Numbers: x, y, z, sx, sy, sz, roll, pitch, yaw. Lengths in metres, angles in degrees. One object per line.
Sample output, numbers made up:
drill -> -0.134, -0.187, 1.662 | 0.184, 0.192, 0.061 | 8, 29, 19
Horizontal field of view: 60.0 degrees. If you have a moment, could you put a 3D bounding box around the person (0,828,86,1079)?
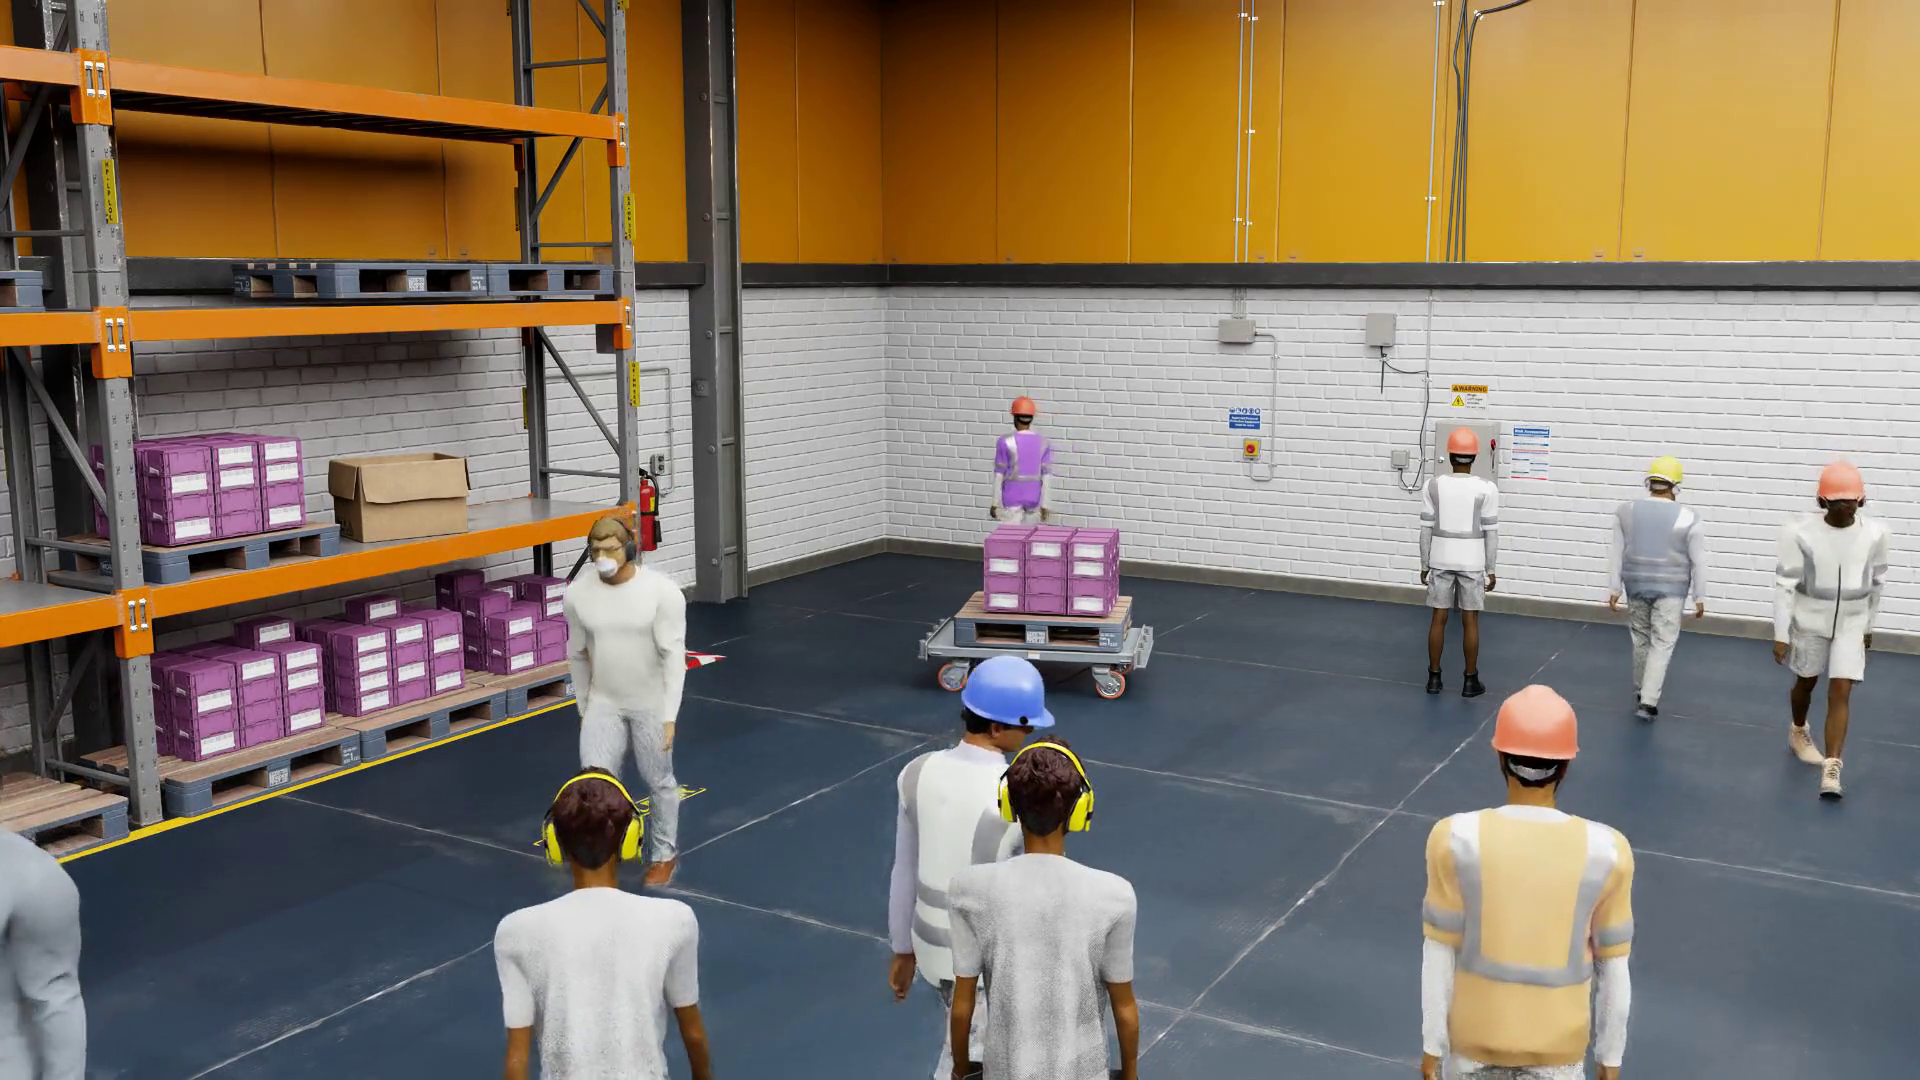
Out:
person -> -2.526, 1.408, 4.193 | 0.660, 1.923, 0.431 | 1, 9, 4

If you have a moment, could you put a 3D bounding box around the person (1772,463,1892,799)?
person -> 5.140, 0.490, 9.883 | 0.615, 1.953, 1.137 | 3, 10, 17

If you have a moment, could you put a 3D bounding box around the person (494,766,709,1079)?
person -> -0.871, 1.476, 4.120 | 0.516, 1.834, 0.979 | -1, 9, -6

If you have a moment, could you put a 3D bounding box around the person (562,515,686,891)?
person -> -1.605, 0.833, 7.891 | 0.648, 1.891, 0.993 | 1, 9, 8

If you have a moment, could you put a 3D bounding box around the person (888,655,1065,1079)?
person -> 0.054, 1.281, 5.171 | 1.005, 1.883, 0.596 | -8, 12, -42

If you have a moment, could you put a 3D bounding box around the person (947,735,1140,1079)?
person -> 0.217, 1.419, 4.292 | 0.521, 1.874, 0.327 | 1, 9, 9

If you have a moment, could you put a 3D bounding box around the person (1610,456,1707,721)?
person -> 4.767, 0.322, 11.362 | 0.610, 1.803, 0.765 | 7, 12, 38

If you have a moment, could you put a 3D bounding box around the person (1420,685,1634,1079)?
person -> 1.532, 1.367, 4.529 | 0.554, 1.913, 0.831 | 2, 9, 15

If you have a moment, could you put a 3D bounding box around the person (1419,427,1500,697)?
person -> 3.578, 0.160, 11.938 | 0.552, 1.938, 0.357 | 4, 10, 26

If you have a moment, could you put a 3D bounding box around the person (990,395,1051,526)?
person -> 0.594, -0.380, 15.407 | 0.552, 1.912, 0.791 | -5, 10, -28
